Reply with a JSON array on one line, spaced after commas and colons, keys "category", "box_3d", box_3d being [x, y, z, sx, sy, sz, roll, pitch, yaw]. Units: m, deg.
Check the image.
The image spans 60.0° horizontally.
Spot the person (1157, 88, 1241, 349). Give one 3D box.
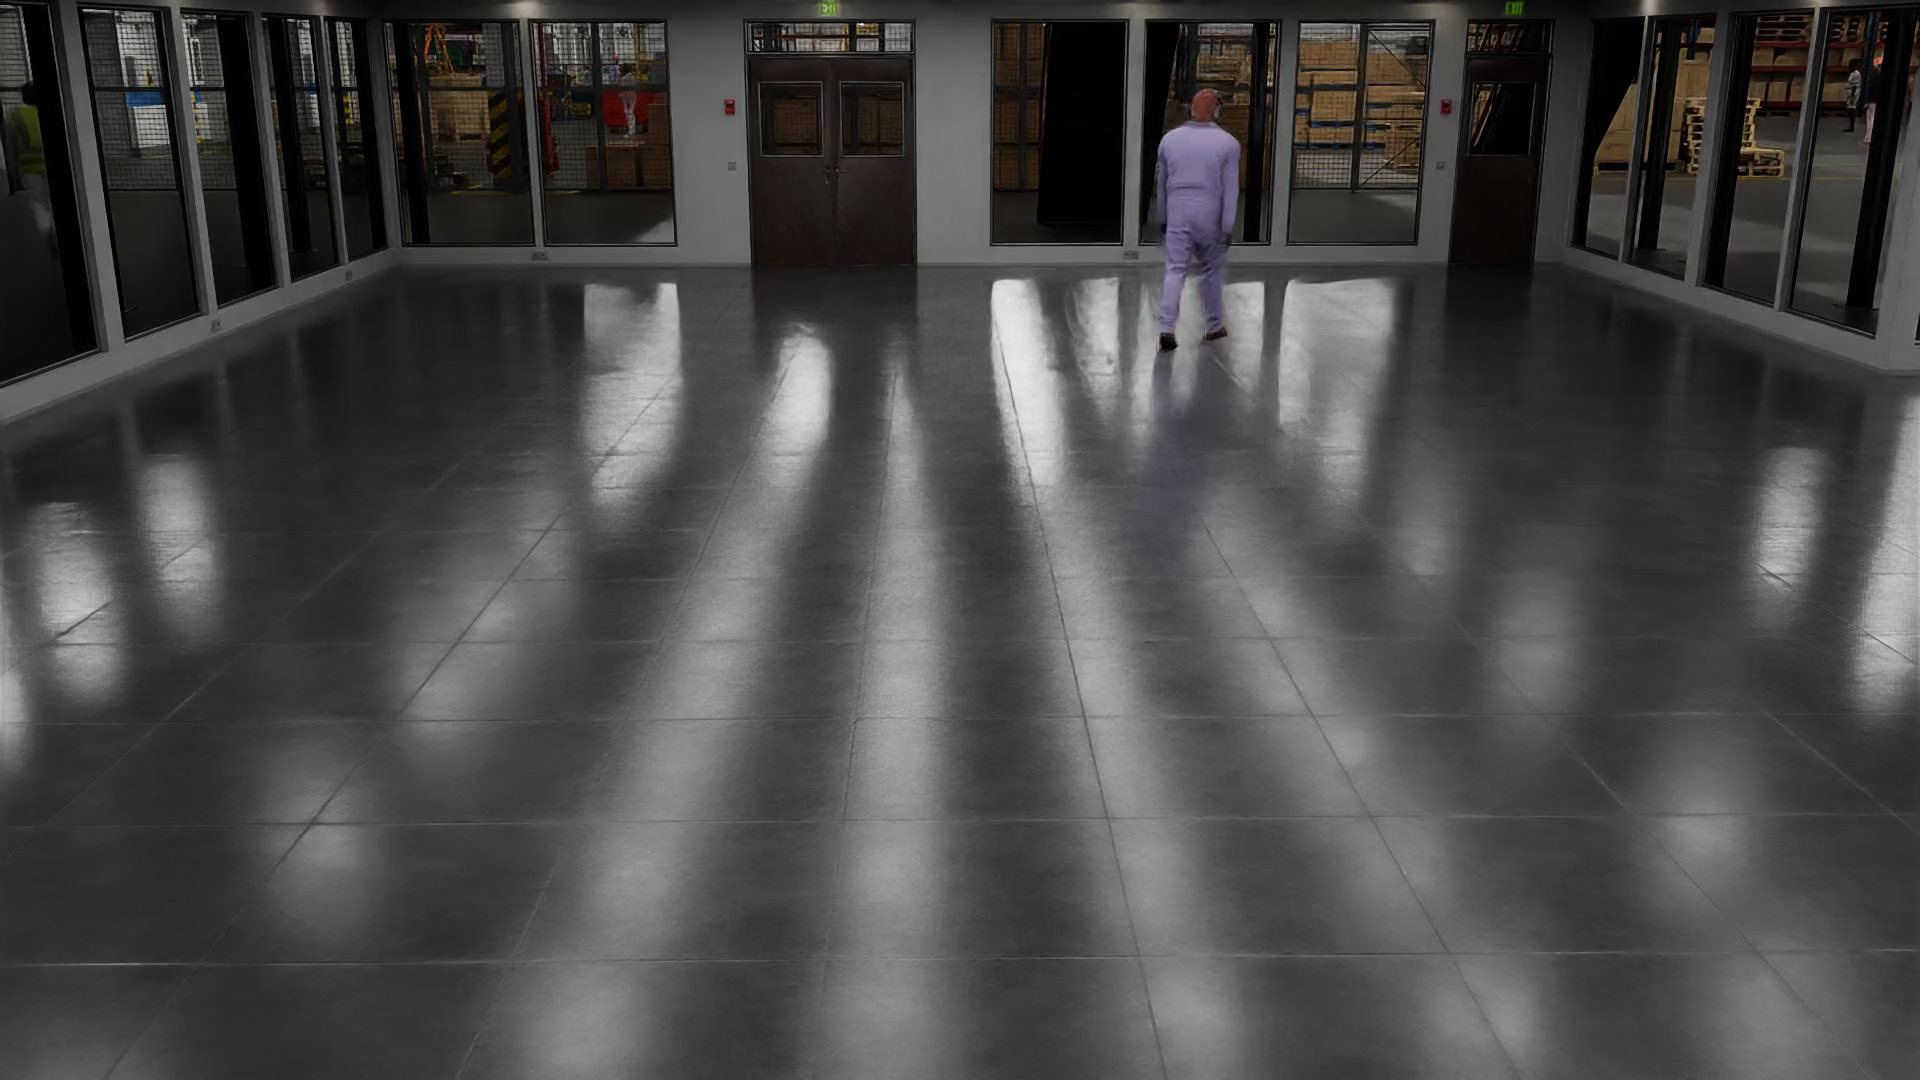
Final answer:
[{"category": "person", "box_3d": [1.718, -2.339, 12.145, 0.647, 1.866, 0.972, 7, 18, 23]}]
